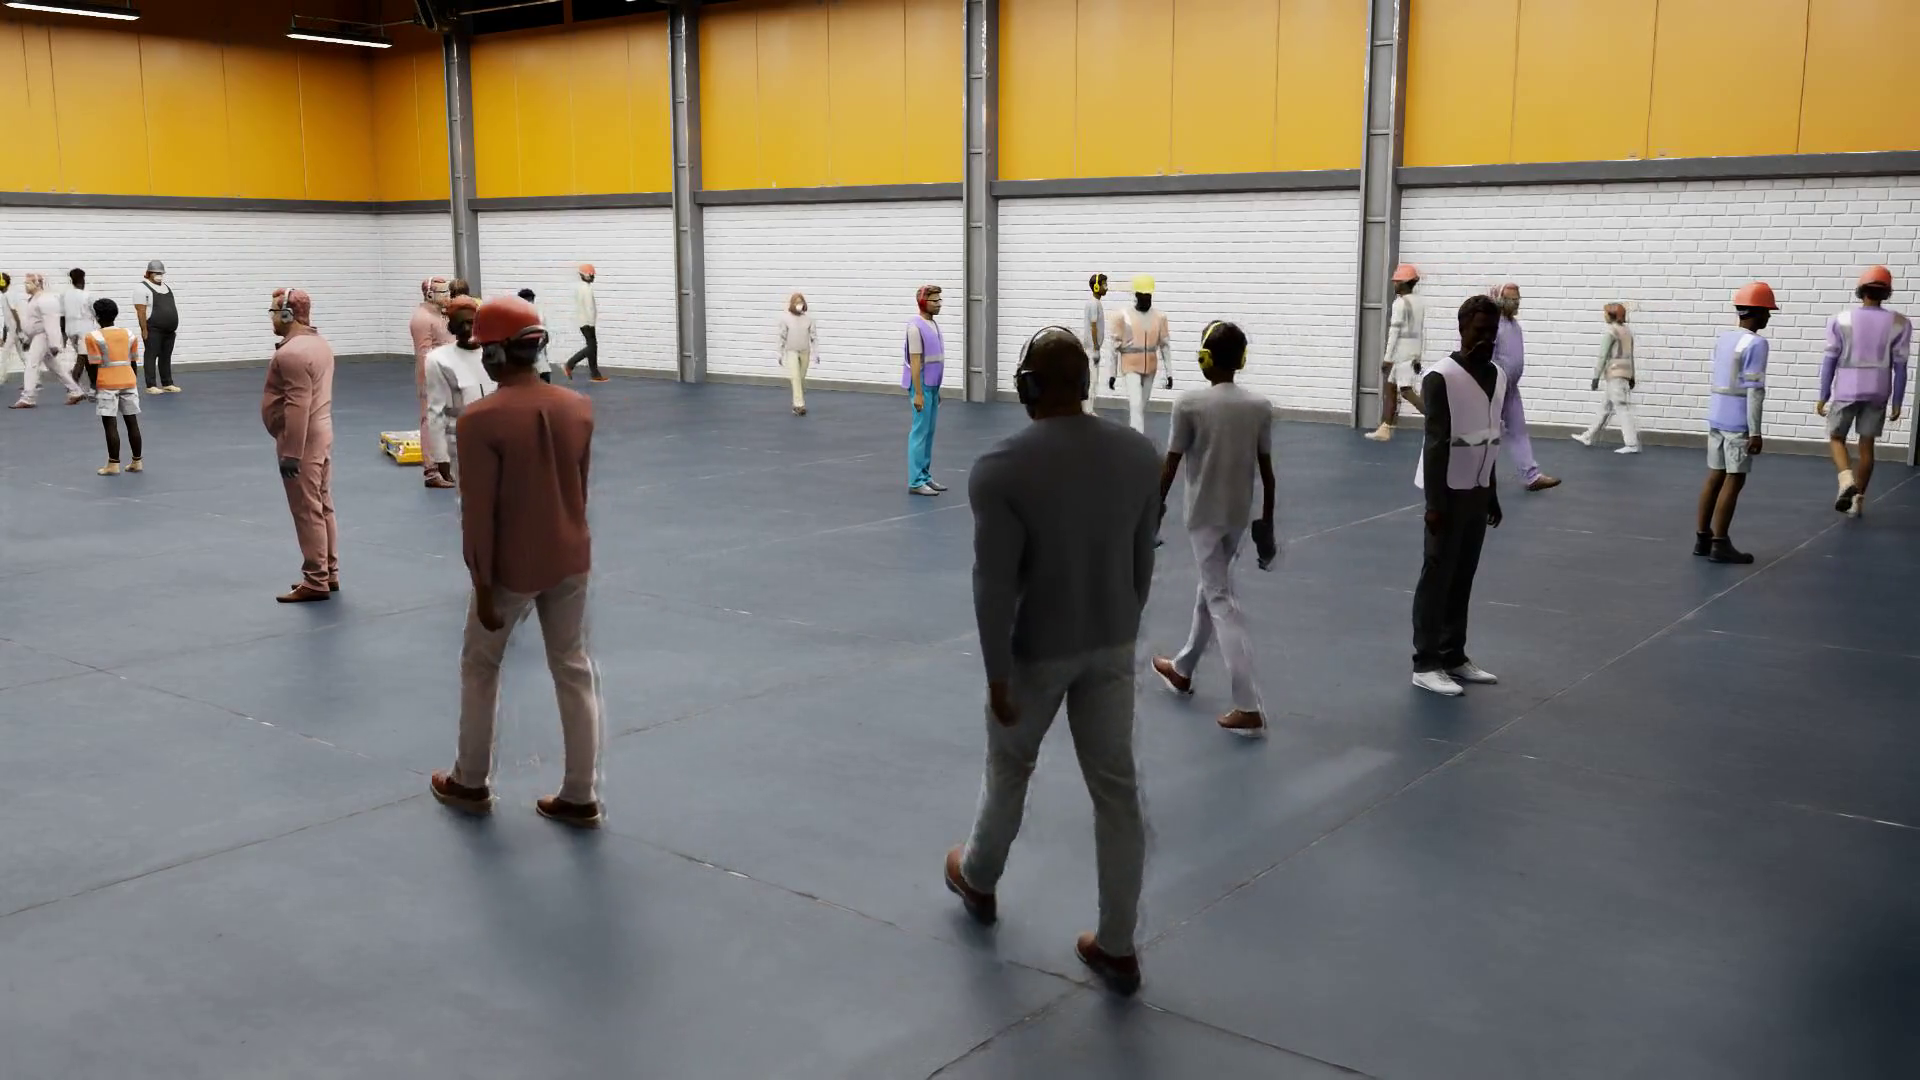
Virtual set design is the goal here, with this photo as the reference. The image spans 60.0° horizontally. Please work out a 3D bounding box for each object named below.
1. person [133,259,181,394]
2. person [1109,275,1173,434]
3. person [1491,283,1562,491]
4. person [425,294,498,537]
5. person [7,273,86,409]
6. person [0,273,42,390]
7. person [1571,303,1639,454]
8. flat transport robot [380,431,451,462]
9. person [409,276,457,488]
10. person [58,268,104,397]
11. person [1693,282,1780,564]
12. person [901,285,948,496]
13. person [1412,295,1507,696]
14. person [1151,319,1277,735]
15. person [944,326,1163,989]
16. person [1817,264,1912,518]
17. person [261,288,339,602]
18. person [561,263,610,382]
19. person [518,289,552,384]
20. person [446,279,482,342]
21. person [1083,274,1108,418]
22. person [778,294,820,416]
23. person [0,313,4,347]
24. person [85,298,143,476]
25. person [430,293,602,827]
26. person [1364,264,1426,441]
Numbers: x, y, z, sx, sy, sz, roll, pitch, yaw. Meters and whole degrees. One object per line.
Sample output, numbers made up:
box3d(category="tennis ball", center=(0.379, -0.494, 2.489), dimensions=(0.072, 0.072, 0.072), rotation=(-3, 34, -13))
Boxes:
box3d(category="person", center=(-12.141, -3.240, 25.265), dimensions=(0.535, 2.000, 0.684), rotation=(3, 10, 17))
box3d(category="person", center=(1.872, -1.700, 16.717), dimensions=(0.617, 1.888, 0.898), rotation=(-4, 10, -21))
box3d(category="person", center=(4.863, -1.354, 14.839), dimensions=(0.658, 1.852, 0.969), rotation=(-9, 13, -42))
box3d(category="person", center=(-2.913, -0.553, 10.127), dimensions=(0.611, 1.864, 0.648), rotation=(-7, 12, -35))
box3d(category="person", center=(-12.699, -2.766, 23.056), dimensions=(0.985, 1.865, 0.642), rotation=(-7, 12, -35))
box3d(category="person", center=(-14.740, -3.205, 25.677), dimensions=(0.905, 1.825, 0.528), rotation=(-5, 11, -27))
box3d(category="person", center=(6.945, -1.729, 17.785), dimensions=(0.523, 1.588, 0.866), rotation=(-9, 14, -44))
box3d(category="flat transport robot", center=(-5.611, -0.992, 17.327), dimensions=(0.652, 0.197, 1.431), rotation=(-5, 11, -26))
box3d(category="person", center=(-4.745, -1.437, 15.159), dimensions=(0.403, 1.911, 0.637), rotation=(0, 10, -2))
box3d(category="person", center=(-13.063, -3.090, 24.808), dimensions=(0.624, 1.901, 1.064), rotation=(2, 10, 11))
box3d(category="person", center=(5.366, -0.802, 11.442), dimensions=(0.428, 1.924, 0.558), rotation=(0, 10, 0))
box3d(category="person", center=(-0.317, -1.320, 14.656), dimensions=(0.374, 1.843, 0.573), rotation=(3, 10, 15))
box3d(category="person", center=(2.427, -0.225, 8.081), dimensions=(0.590, 1.916, 0.398), rotation=(-9, 13, -41))
box3d(category="person", center=(1.133, -0.084, 7.554), dimensions=(0.513, 1.814, 1.016), rotation=(-5, 11, -26))
box3d(category="person", center=(0.281, 0.312, 5.025), dimensions=(0.656, 1.893, 0.984), rotation=(-4, 10, -21))
box3d(category="person", center=(7.187, -1.171, 13.234), dimensions=(0.621, 2.032, 0.551), rotation=(3, 10, 19))
box3d(category="person", center=(-4.035, -0.578, 10.159), dimensions=(0.408, 1.906, 0.654), rotation=(-1, 10, -7))
box3d(category="person", center=(-6.182, -3.558, 27.323), dimensions=(0.753, 1.970, 0.629), rotation=(-5, 11, -26))
box3d(category="person", center=(-5.378, -2.319, 20.959), dimensions=(0.543, 1.668, 0.674), rotation=(-10, 14, -44))
box3d(category="person", center=(-6.171, -2.362, 20.859), dimensions=(0.618, 1.798, 0.703), rotation=(-8, 13, -40))
box3d(category="person", center=(1.707, -2.416, 20.973), dimensions=(0.309, 1.868, 0.535), rotation=(0, 10, 1))
box3d(category="person", center=(-2.095, -2.422, 21.797), dimensions=(0.519, 1.579, 0.842), rotation=(-4, 11, -22))
box3d(category="person", center=(-14.688, -3.056, 24.922), dimensions=(0.632, 1.795, 0.440), rotation=(-7, 12, -36))
box3d(category="person", center=(-8.094, -1.461, 15.914), dimensions=(0.318, 1.696, 0.532), rotation=(5, 11, 26))
box3d(category="person", center=(-1.676, 0.074, 6.213), dimensions=(0.869, 1.964, 0.621), rotation=(9, 13, 41))
box3d(category="person", center=(5.033, -2.069, 18.547), dimensions=(0.966, 2.011, 0.611), rotation=(7, 12, 34))
